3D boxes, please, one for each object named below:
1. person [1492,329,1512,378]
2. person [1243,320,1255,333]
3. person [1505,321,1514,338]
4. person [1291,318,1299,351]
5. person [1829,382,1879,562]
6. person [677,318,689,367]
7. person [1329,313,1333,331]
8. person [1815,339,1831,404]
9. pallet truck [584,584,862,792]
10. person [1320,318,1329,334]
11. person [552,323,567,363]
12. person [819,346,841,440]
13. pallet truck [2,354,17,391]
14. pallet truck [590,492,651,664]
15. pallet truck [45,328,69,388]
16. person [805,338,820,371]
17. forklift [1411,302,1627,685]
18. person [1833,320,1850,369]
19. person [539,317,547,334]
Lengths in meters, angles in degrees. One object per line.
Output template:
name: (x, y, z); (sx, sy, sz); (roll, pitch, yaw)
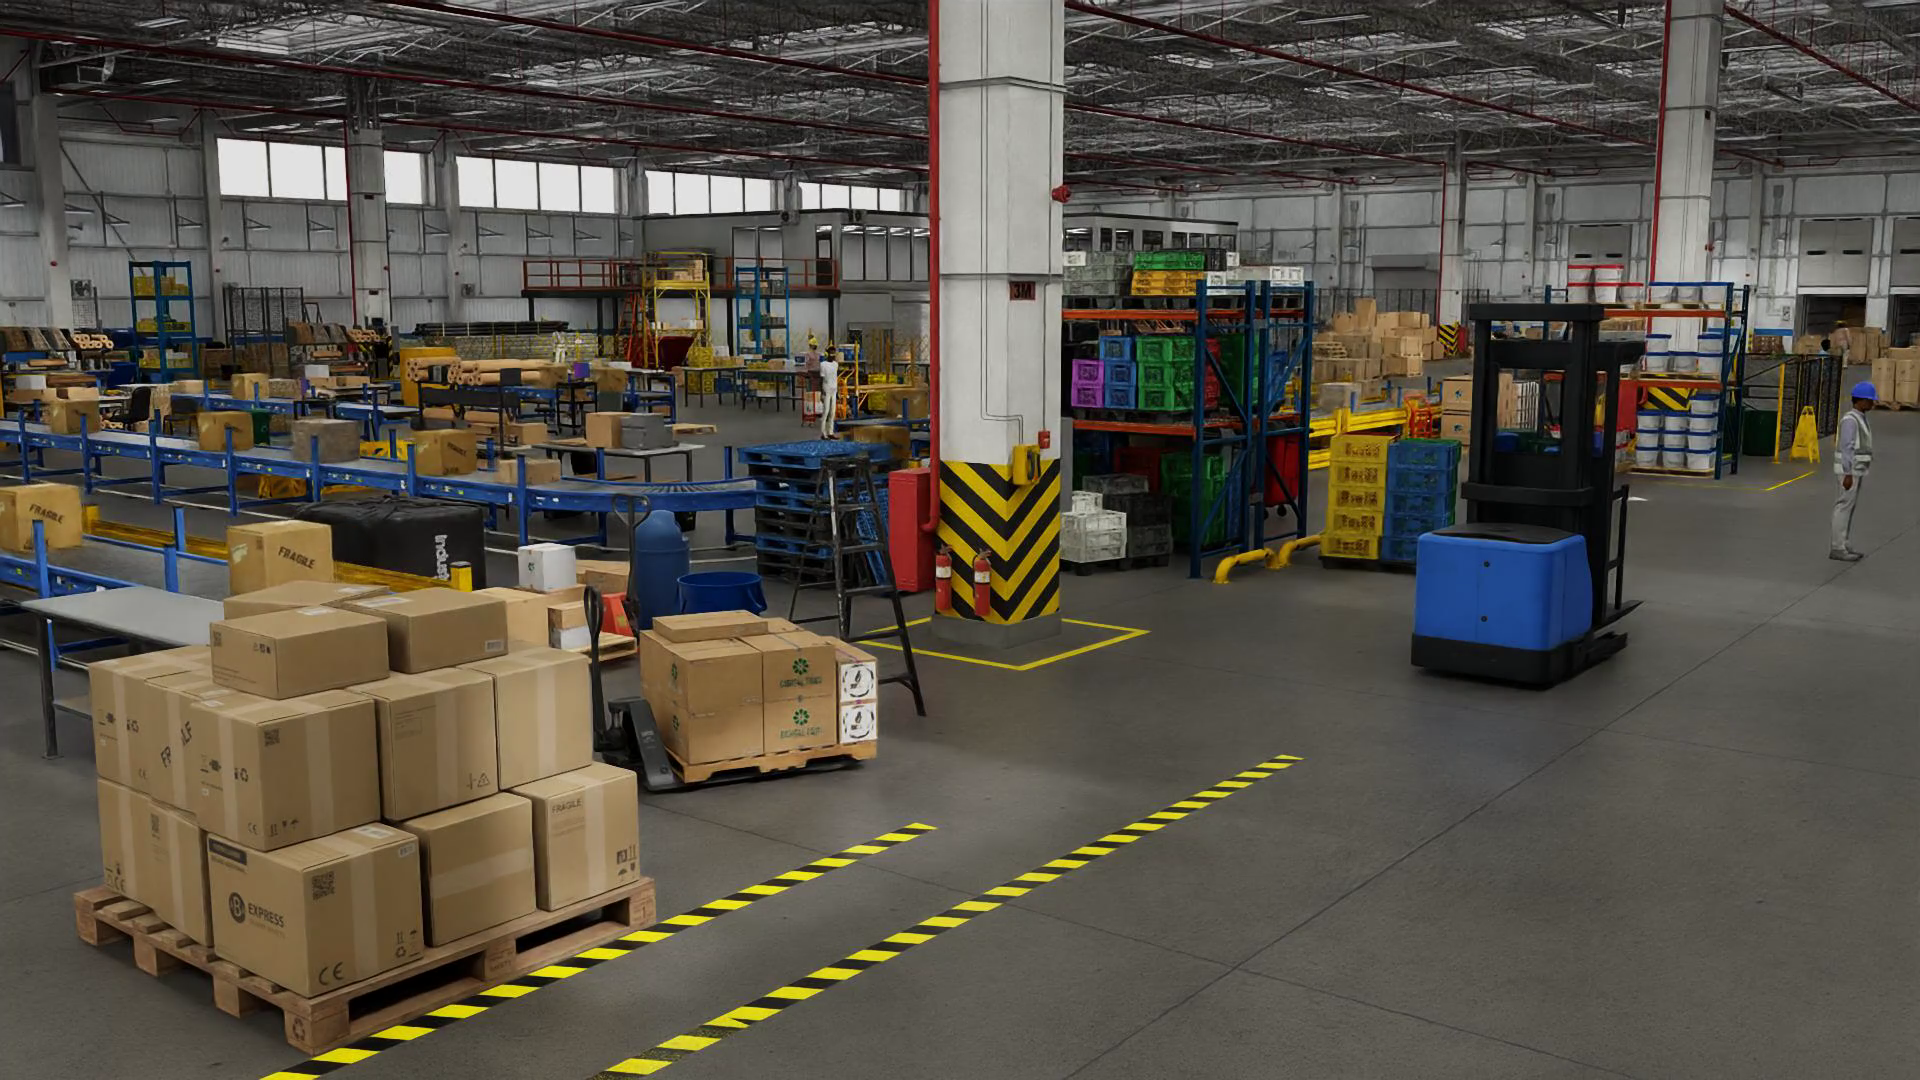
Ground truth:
person: (14.256, -4.581, 43.598); (0.837, 2.000, 0.533); (8, 11, 42)
person: (15.300, -11.078, 87.918); (0.755, 1.901, 0.397); (6, 11, 37)
person: (23.906, -8.813, 72.278); (0.396, 1.992, 0.619); (7, 11, 38)
person: (16.936, -10.400, 83.980); (0.318, 1.695, 0.539); (7, 11, 38)
person: (9.699, -0.744, 18.050); (0.404, 1.943, 0.612); (7, 11, 38)
person: (-10.936, -7.832, 65.864); (0.374, 1.933, 0.550); (7, 11, 38)
person: (19.138, -10.721, 85.342); (0.374, 1.933, 0.550); (7, 11, 38)
person: (22.693, -4.429, 43.724); (0.318, 1.695, 0.539); (7, 11, 38)
pallet truck: (-1.426, 0.805, 10.019); (1.601, 1.201, 0.680); (-4, 9, -26)
person: (17.446, -9.730, 79.392); (0.723, 1.716, 0.381); (6, 10, 33)
person: (-13.736, -6.504, 57.086); (0.338, 1.882, 0.582); (7, 11, 38)
person: (-2.560, -2.890, 32.791); (0.313, 1.865, 0.528); (7, 11, 38)
pallet truck: (-24.881, -4.417, 42.634); (1.885, 1.965, 0.823); (8, 11, 41)
pallet truck: (-3.115, 0.344, 12.883); (0.653, 1.274, 1.630); (7, 11, 37)
pallet truck: (-23.775, -4.544, 43.495); (1.885, 1.965, 0.823); (6, 10, 35)
person: (-3.702, -4.214, 42.050); (0.327, 1.765, 0.531); (7, 11, 38)
forklift: (4.379, -0.438, 12.852); (1.129, 2.768, 1.873); (7, 11, 37)
person: (33.508, -7.409, 63.232); (0.425, 1.863, 0.685); (-7, 11, -39)
person: (-17.220, -8.276, 68.884); (0.384, 1.925, 0.593); (7, 11, 38)
